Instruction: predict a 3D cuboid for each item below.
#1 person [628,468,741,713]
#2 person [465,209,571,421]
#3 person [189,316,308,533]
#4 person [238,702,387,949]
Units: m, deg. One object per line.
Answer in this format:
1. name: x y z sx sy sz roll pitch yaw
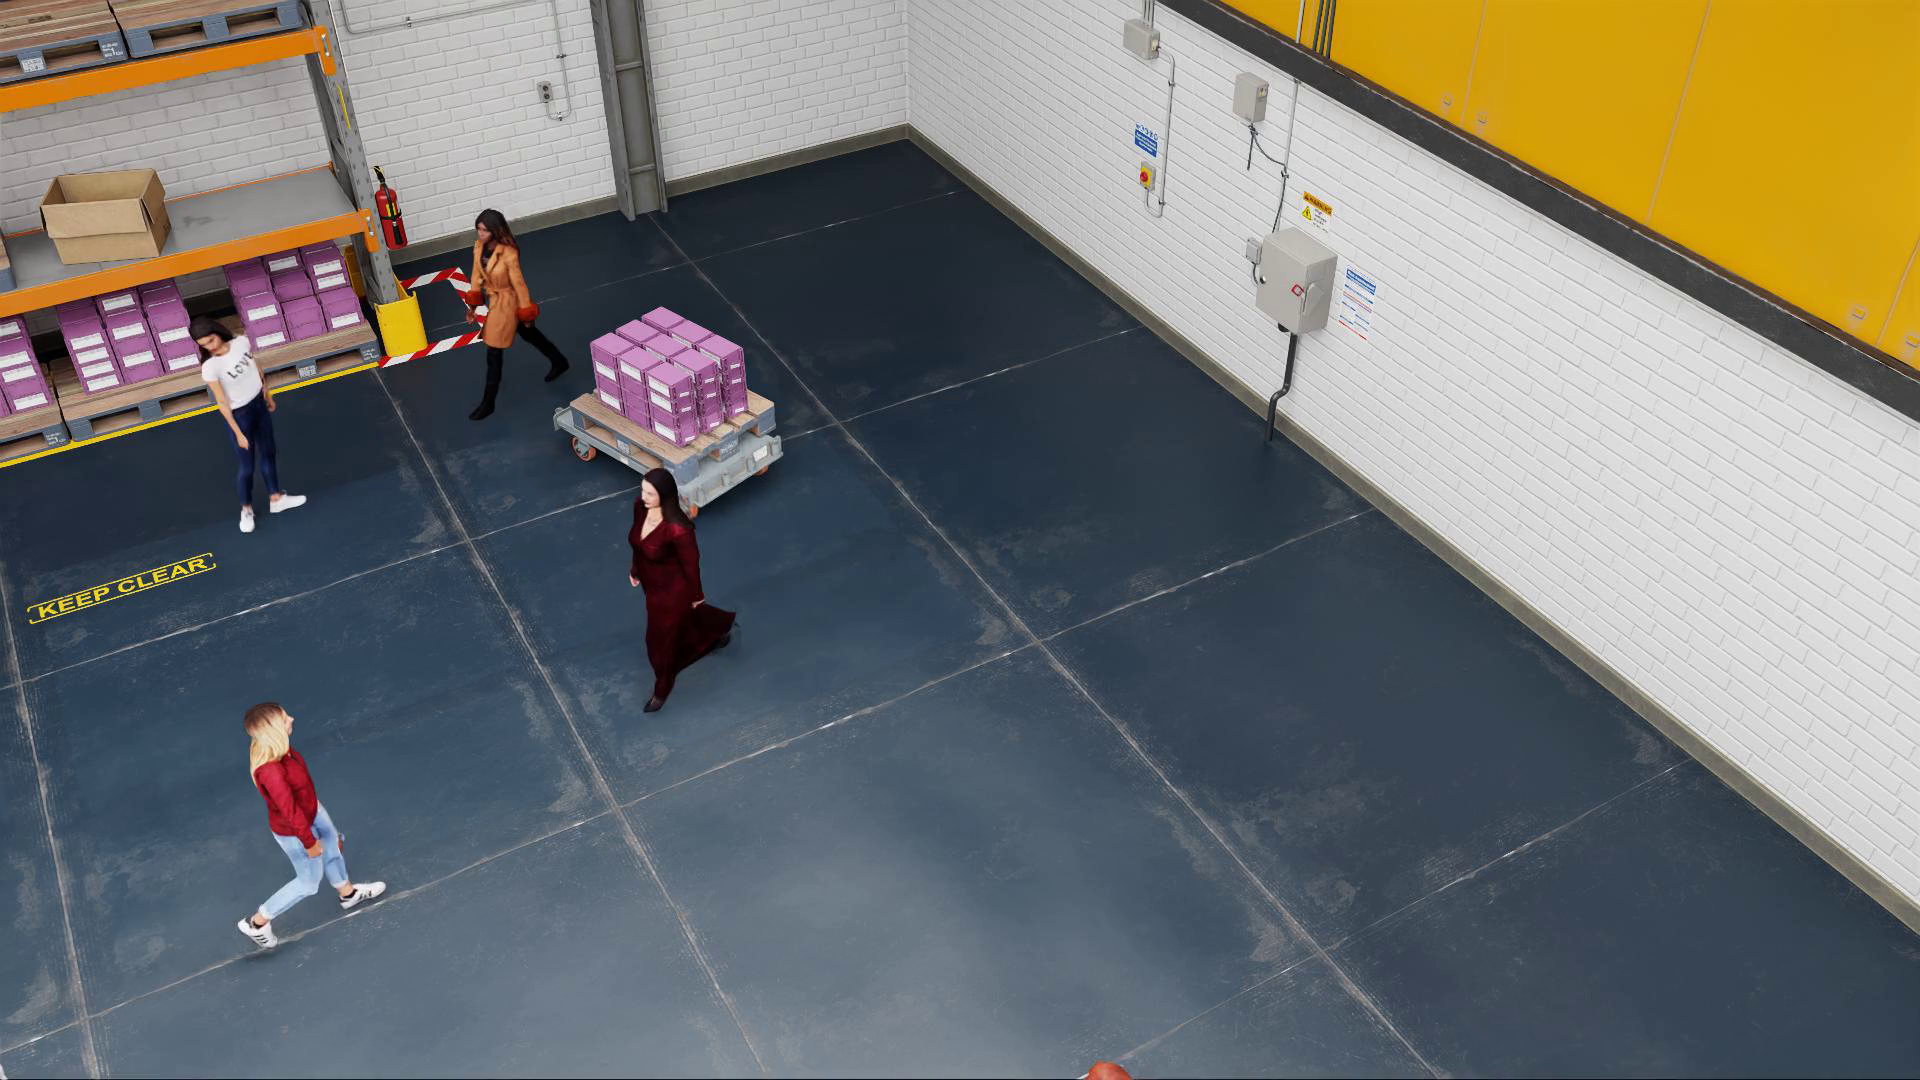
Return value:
1. person: -1.749 0.232 10.415 1.138 1.717 0.778 -27 46 -30
2. person: -3.473 -1.824 13.035 0.915 1.660 1.294 31 48 33
3. person: -5.044 -0.901 11.803 0.863 1.755 0.796 1 39 1
4. person: -3.605 1.536 8.867 1.011 1.611 0.676 -15 41 -18
